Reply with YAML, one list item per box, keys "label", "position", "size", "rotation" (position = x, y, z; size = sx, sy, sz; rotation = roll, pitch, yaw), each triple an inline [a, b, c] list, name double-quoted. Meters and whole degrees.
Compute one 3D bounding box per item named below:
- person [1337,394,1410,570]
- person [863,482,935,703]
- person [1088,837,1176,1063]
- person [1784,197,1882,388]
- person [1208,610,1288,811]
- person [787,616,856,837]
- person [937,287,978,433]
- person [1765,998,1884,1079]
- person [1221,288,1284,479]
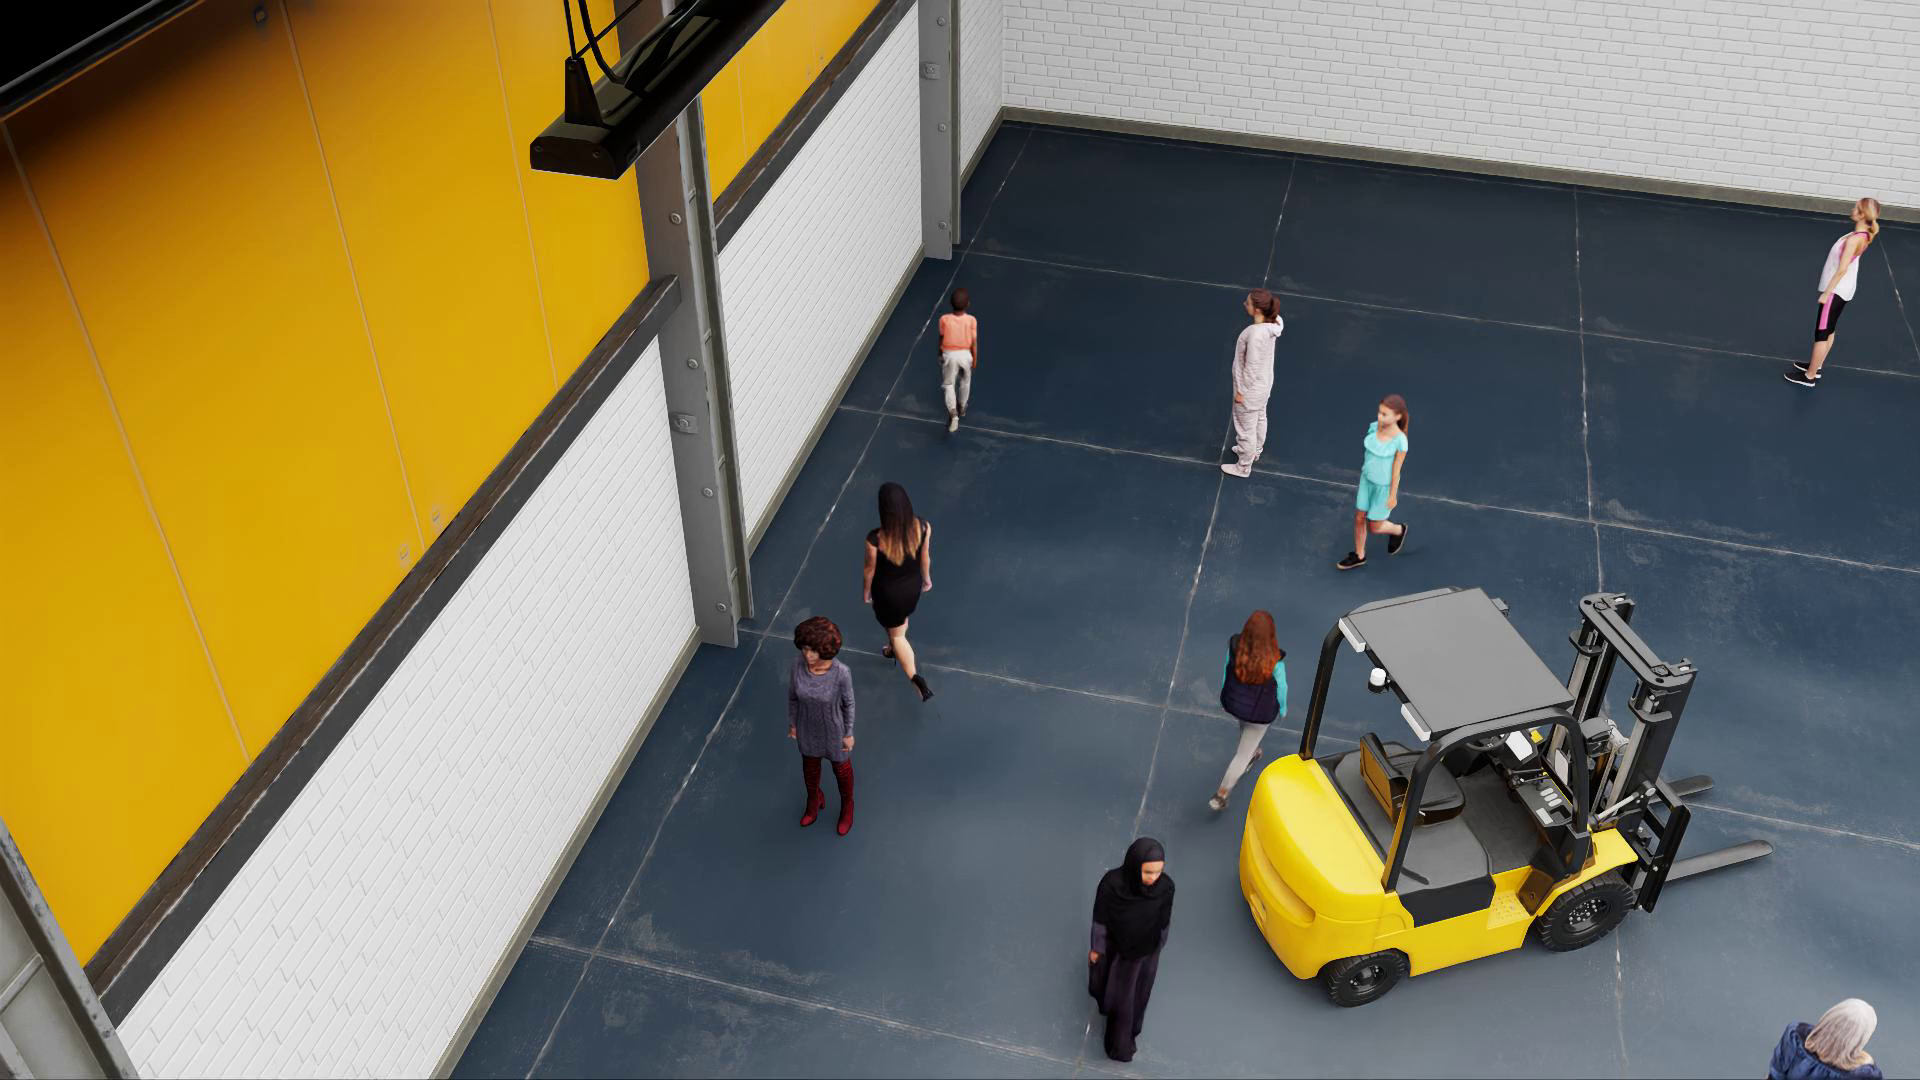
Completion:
- label: "person"
  position: [3.208, -0.433, 12.525]
  size: [0.895, 1.546, 0.844]
  rotation: [-18, 42, -22]
- label: "person"
  position: [-0.388, 0.393, 11.377]
  size: [1.069, 1.686, 1.127]
  rotation: [-21, 43, -24]
- label: "person"
  position: [0.935, 2.174, 9.223]
  size: [0.727, 1.592, 0.946]
  rotation: [2, 39, 2]
- label: "person"
  position: [7.658, -2.163, 14.497]
  size: [0.741, 1.788, 0.618]
  rotation: [30, 48, 32]
- label: "person"
  position: [1.829, 1.108, 10.650]
  size: [0.839, 1.476, 1.037]
  rotation: [30, 47, 32]
- label: "person"
  position: [-0.851, 1.165, 10.392]
  size: [0.601, 1.710, 0.527]
  rotation: [12, 40, 15]
- label: "person"
  position: [-0.030, -1.527, 14.094]
  size: [0.634, 1.297, 0.854]
  rotation: [-1, 39, -1]
- label: "person"
  position: [4.198, 2.851, 8.292]
  size: [0.702, 1.697, 0.705]
  rotation: [28, 46, 31]
- label: "person"
  position: [2.396, -1.287, 13.477]
  size: [0.742, 1.692, 0.581]
  rotation: [18, 42, 21]
